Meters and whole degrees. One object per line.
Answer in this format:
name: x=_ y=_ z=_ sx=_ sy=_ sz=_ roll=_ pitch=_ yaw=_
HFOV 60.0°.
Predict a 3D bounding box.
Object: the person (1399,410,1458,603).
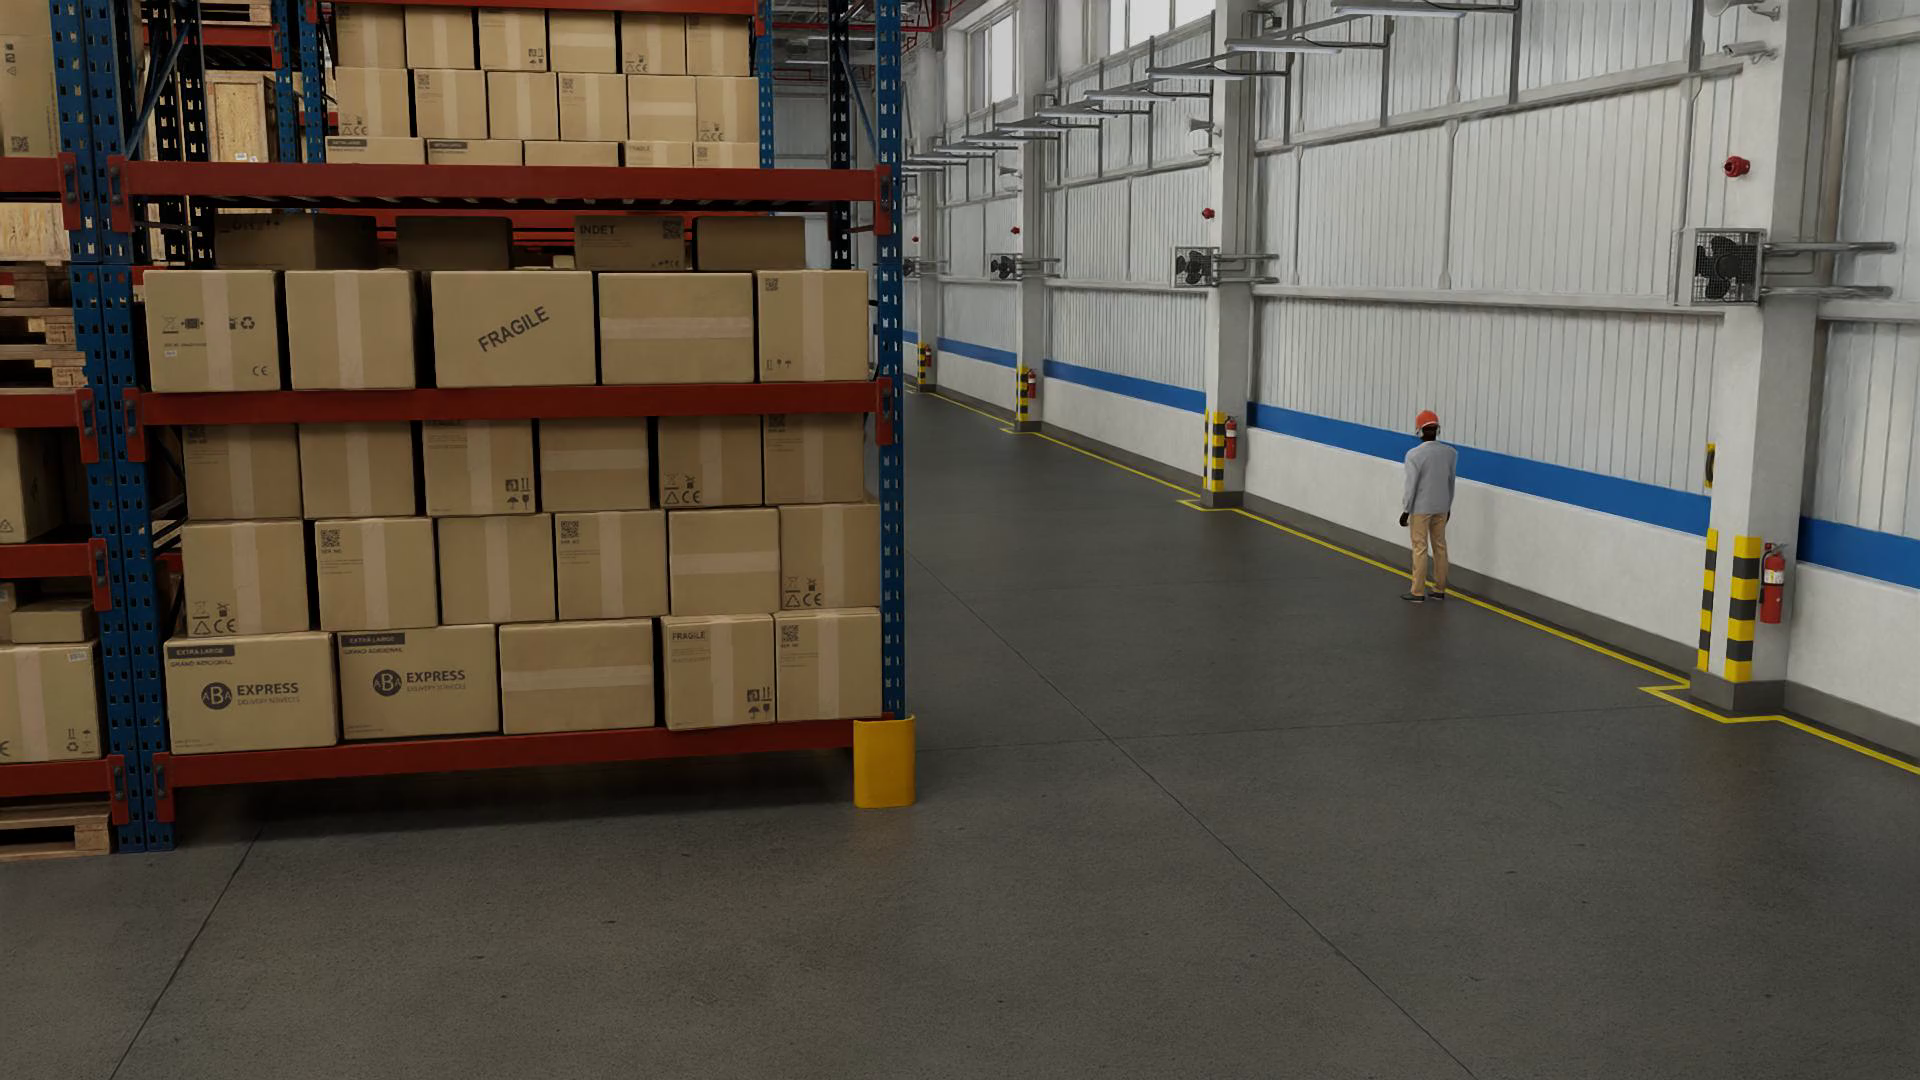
person: x=4.231 y=-0.304 z=15.103 sx=0.560 sy=1.744 sz=0.338 roll=-4 pitch=10 yaw=-23
